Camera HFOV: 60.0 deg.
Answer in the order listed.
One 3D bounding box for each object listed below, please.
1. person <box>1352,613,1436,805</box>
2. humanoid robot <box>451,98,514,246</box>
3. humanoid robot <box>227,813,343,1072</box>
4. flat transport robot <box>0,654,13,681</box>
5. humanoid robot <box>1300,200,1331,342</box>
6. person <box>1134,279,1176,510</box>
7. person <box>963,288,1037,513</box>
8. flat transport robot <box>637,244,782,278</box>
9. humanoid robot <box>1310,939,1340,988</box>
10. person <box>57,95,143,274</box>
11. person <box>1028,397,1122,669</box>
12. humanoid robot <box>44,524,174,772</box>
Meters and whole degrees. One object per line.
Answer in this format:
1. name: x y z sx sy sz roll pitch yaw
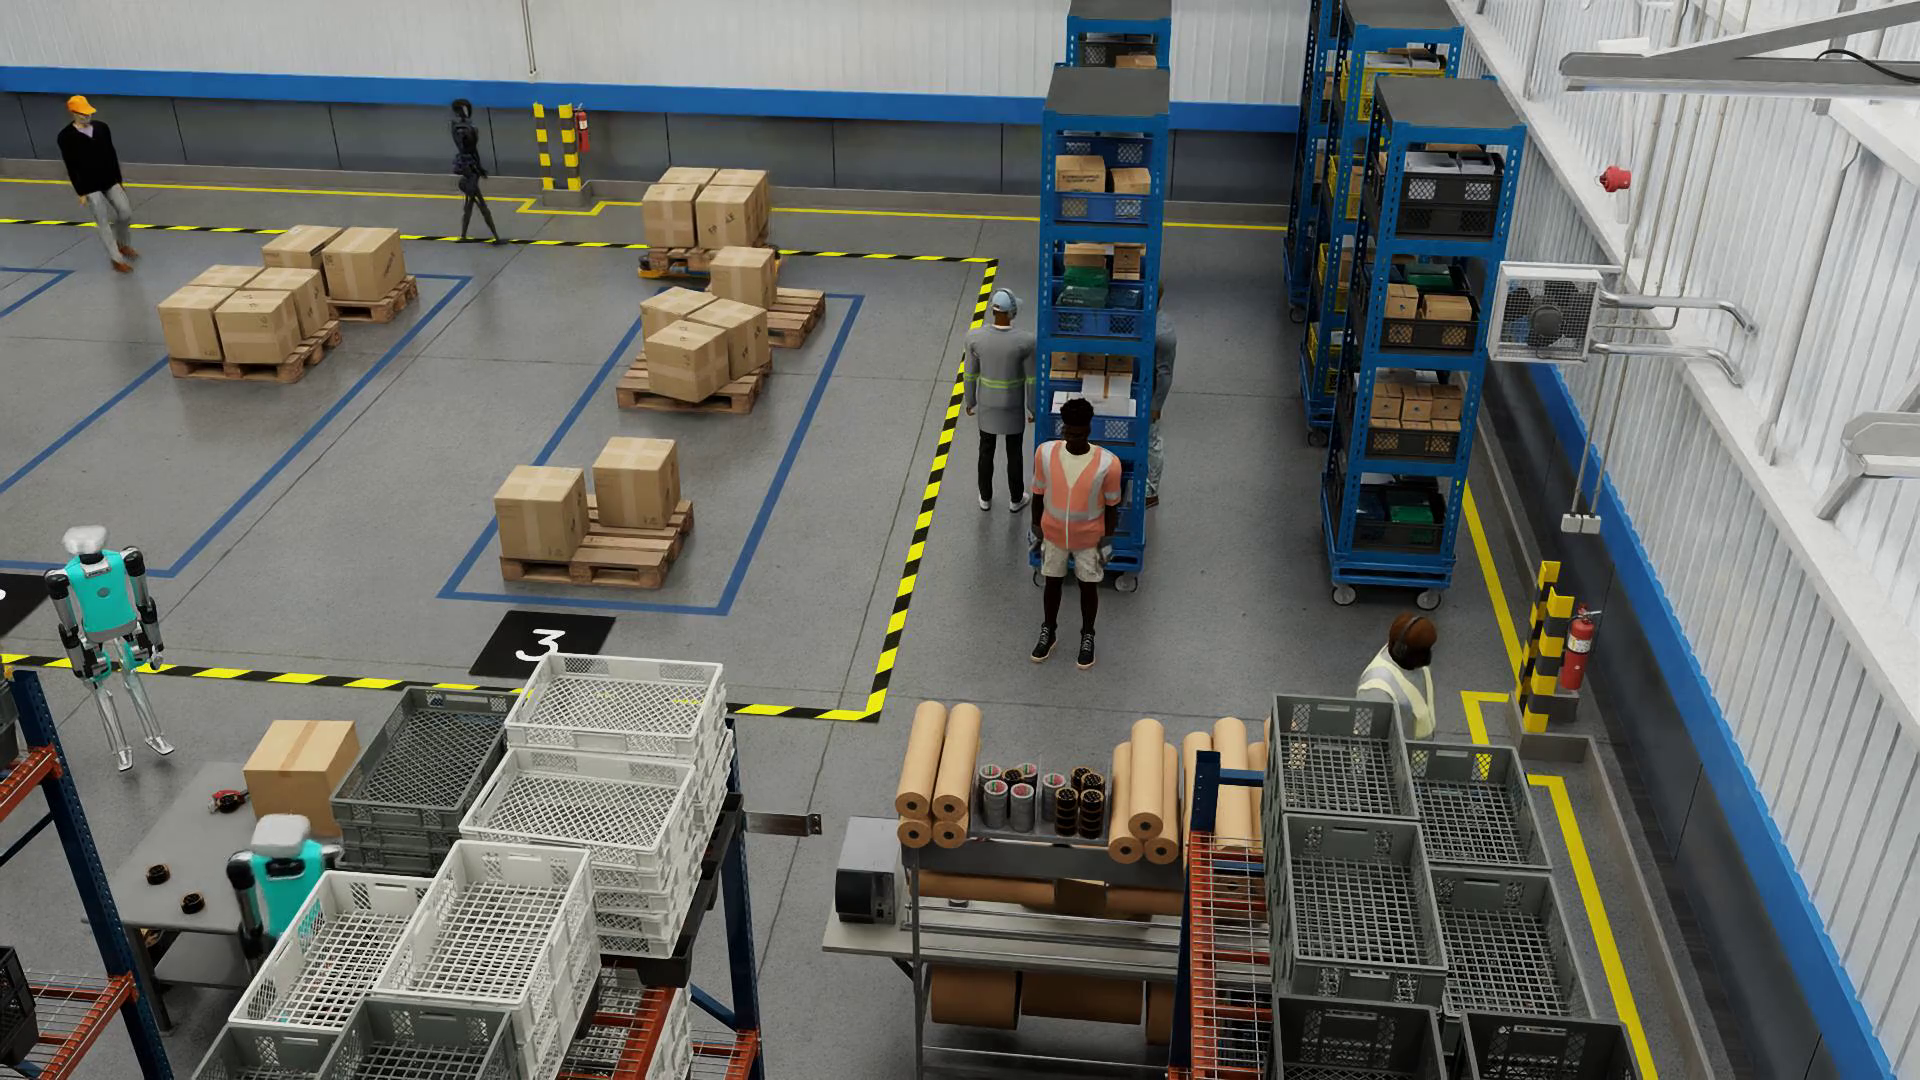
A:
1. person: 2.345 1.187 9.073 0.429 1.840 0.630 18 35 28
2. humanoid robot: -5.304 -4.028 18.213 0.678 1.635 0.587 -2 30 -3
3. humanoid robot: -2.965 2.180 7.511 0.558 1.805 0.932 -5 31 -9
4. flat transport robot: -7.142 0.969 11.010 1.431 0.231 0.659 3 30 6
5. humanoid robot: 3.424 -2.442 15.481 0.387 1.642 0.591 -13 33 -21
6. person: 1.428 -1.157 13.003 0.373 1.940 0.628 -12 32 -20
7. person: 0.330 -1.092 12.975 0.597 1.850 0.396 5 31 9
8. flat transport robot: -2.671 -2.992 17.786 1.431 0.197 0.652 3 30 6
9. humanoid robot: 1.505 2.342 7.290 0.745 1.628 0.590 -4 30 -6
10. person: -9.047 -3.735 17.492 0.433 1.880 0.591 19 35 29
11. person: 0.748 -0.044 11.063 0.605 1.966 0.368 9 31 14
12. humanoid robot: -5.162 0.583 10.079 0.533 1.677 0.735 -22 37 -32
